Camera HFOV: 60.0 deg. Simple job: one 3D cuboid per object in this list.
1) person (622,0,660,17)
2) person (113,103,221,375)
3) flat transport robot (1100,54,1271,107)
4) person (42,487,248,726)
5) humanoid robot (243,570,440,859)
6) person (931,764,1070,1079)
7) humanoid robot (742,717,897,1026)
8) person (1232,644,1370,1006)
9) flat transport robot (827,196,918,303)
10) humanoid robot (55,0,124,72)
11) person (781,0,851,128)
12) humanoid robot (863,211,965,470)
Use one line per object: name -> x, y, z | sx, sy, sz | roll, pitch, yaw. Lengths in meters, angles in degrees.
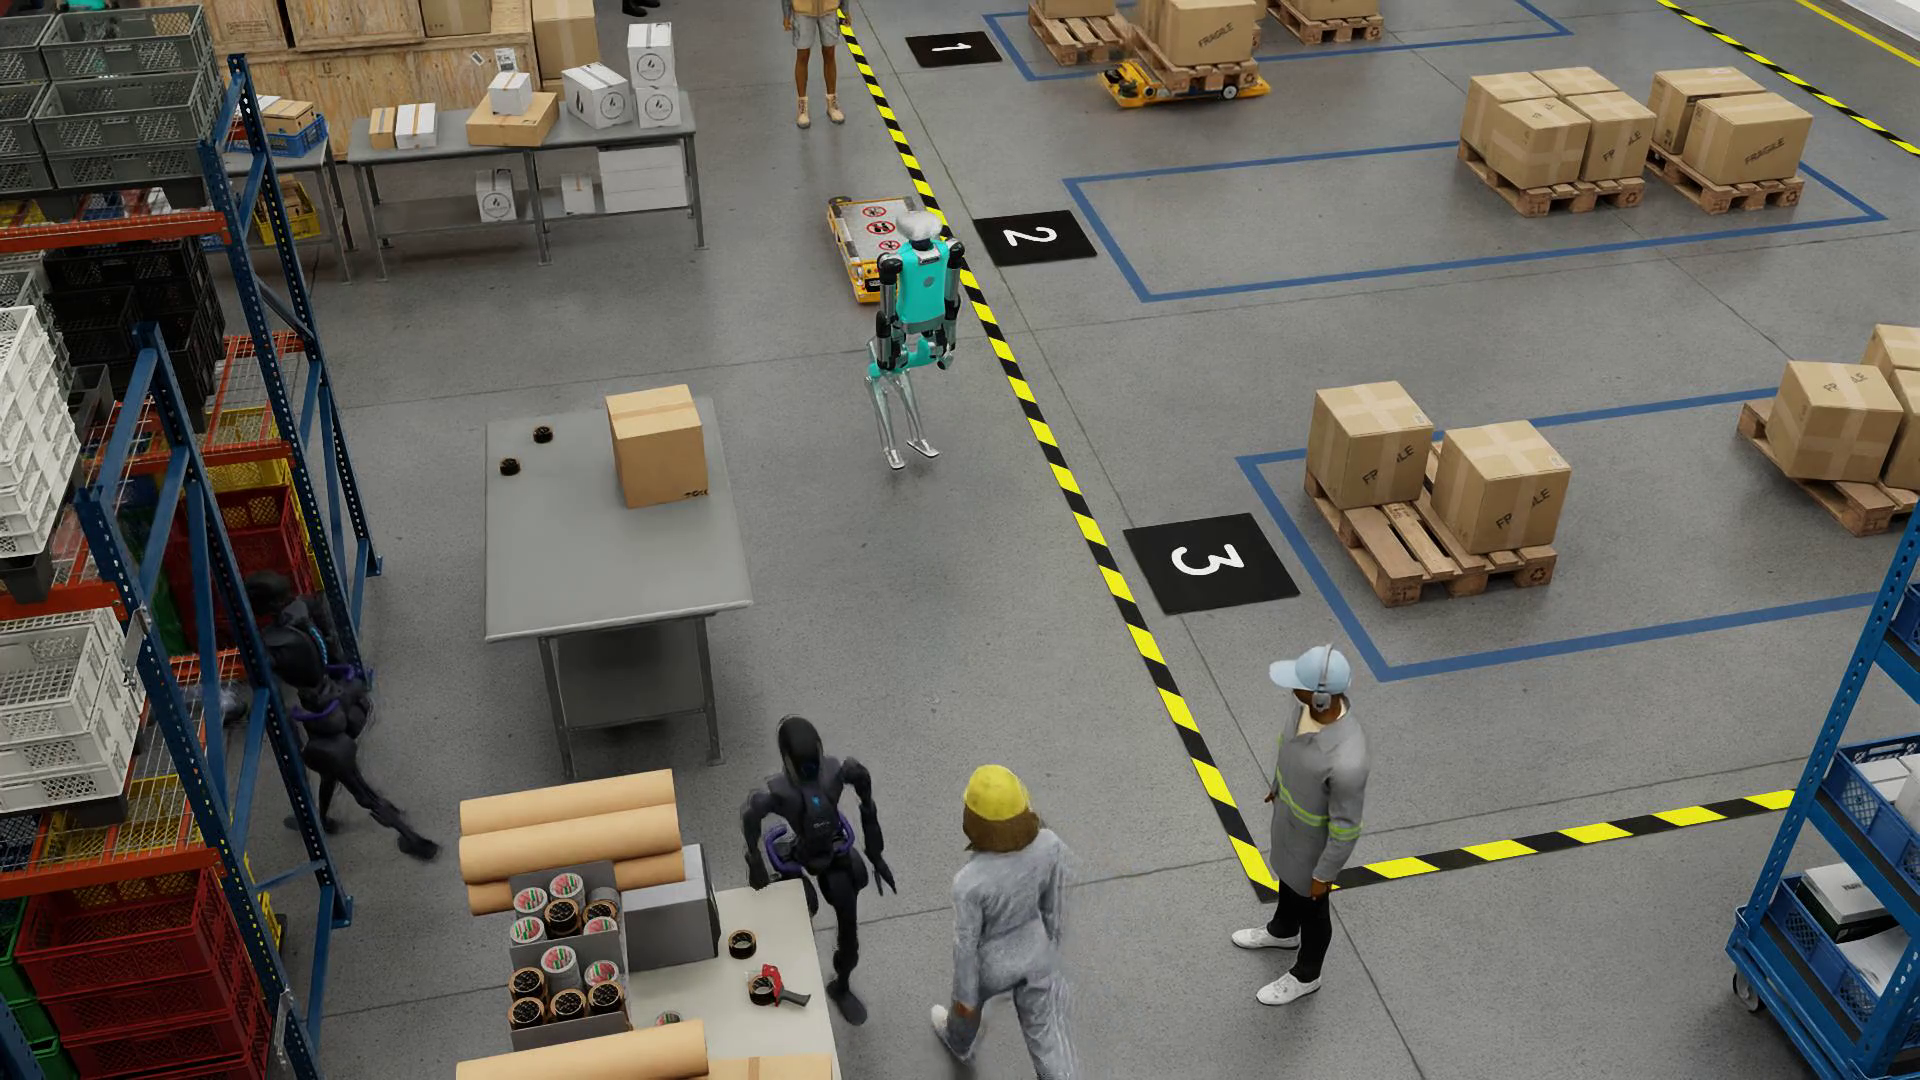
person -> -3.260, -6.215, 16.511 | 0.371, 1.933, 0.547 | 13, 39, 16
person -> -5.210, -1.996, 10.857 | 0.375, 1.914, 0.595 | -2, 37, -3
flat transport robot -> 2.066, -4.237, 15.225 | 1.431, 0.197, 0.652 | -8, 37, -10
person -> -4.004, 0.295, 7.929 | 0.792, 1.726, 0.523 | -13, 39, -17
humanoid robot -> -2.805, 0.783, 7.368 | 0.771, 1.623, 0.586 | 4, 37, 6
person -> 0.183, 1.574, 6.246 | 0.517, 1.678, 0.875 | -20, 41, -25
humanoid robot -> -0.551, 1.326, 6.592 | 0.606, 1.651, 0.313 | -18, 40, -22
person -> 1.362, 1.145, 6.688 | 0.395, 1.850, 0.597 | -6, 37, -8
flat transport robot -> -0.570, -2.220, 12.538 | 0.659, 0.231, 1.431 | -8, 37, -10
humanoid robot -> -7.267, -4.027, 13.781 | 0.531, 1.775, 1.018 | 1, 37, 2
person -> -1.223, -4.539, 14.169 | 0.604, 2.045, 0.375 | -9, 38, -12
humanoid robot -> -0.344, -1.244, 9.886 | 0.533, 1.674, 0.735 | -19, 41, -23
